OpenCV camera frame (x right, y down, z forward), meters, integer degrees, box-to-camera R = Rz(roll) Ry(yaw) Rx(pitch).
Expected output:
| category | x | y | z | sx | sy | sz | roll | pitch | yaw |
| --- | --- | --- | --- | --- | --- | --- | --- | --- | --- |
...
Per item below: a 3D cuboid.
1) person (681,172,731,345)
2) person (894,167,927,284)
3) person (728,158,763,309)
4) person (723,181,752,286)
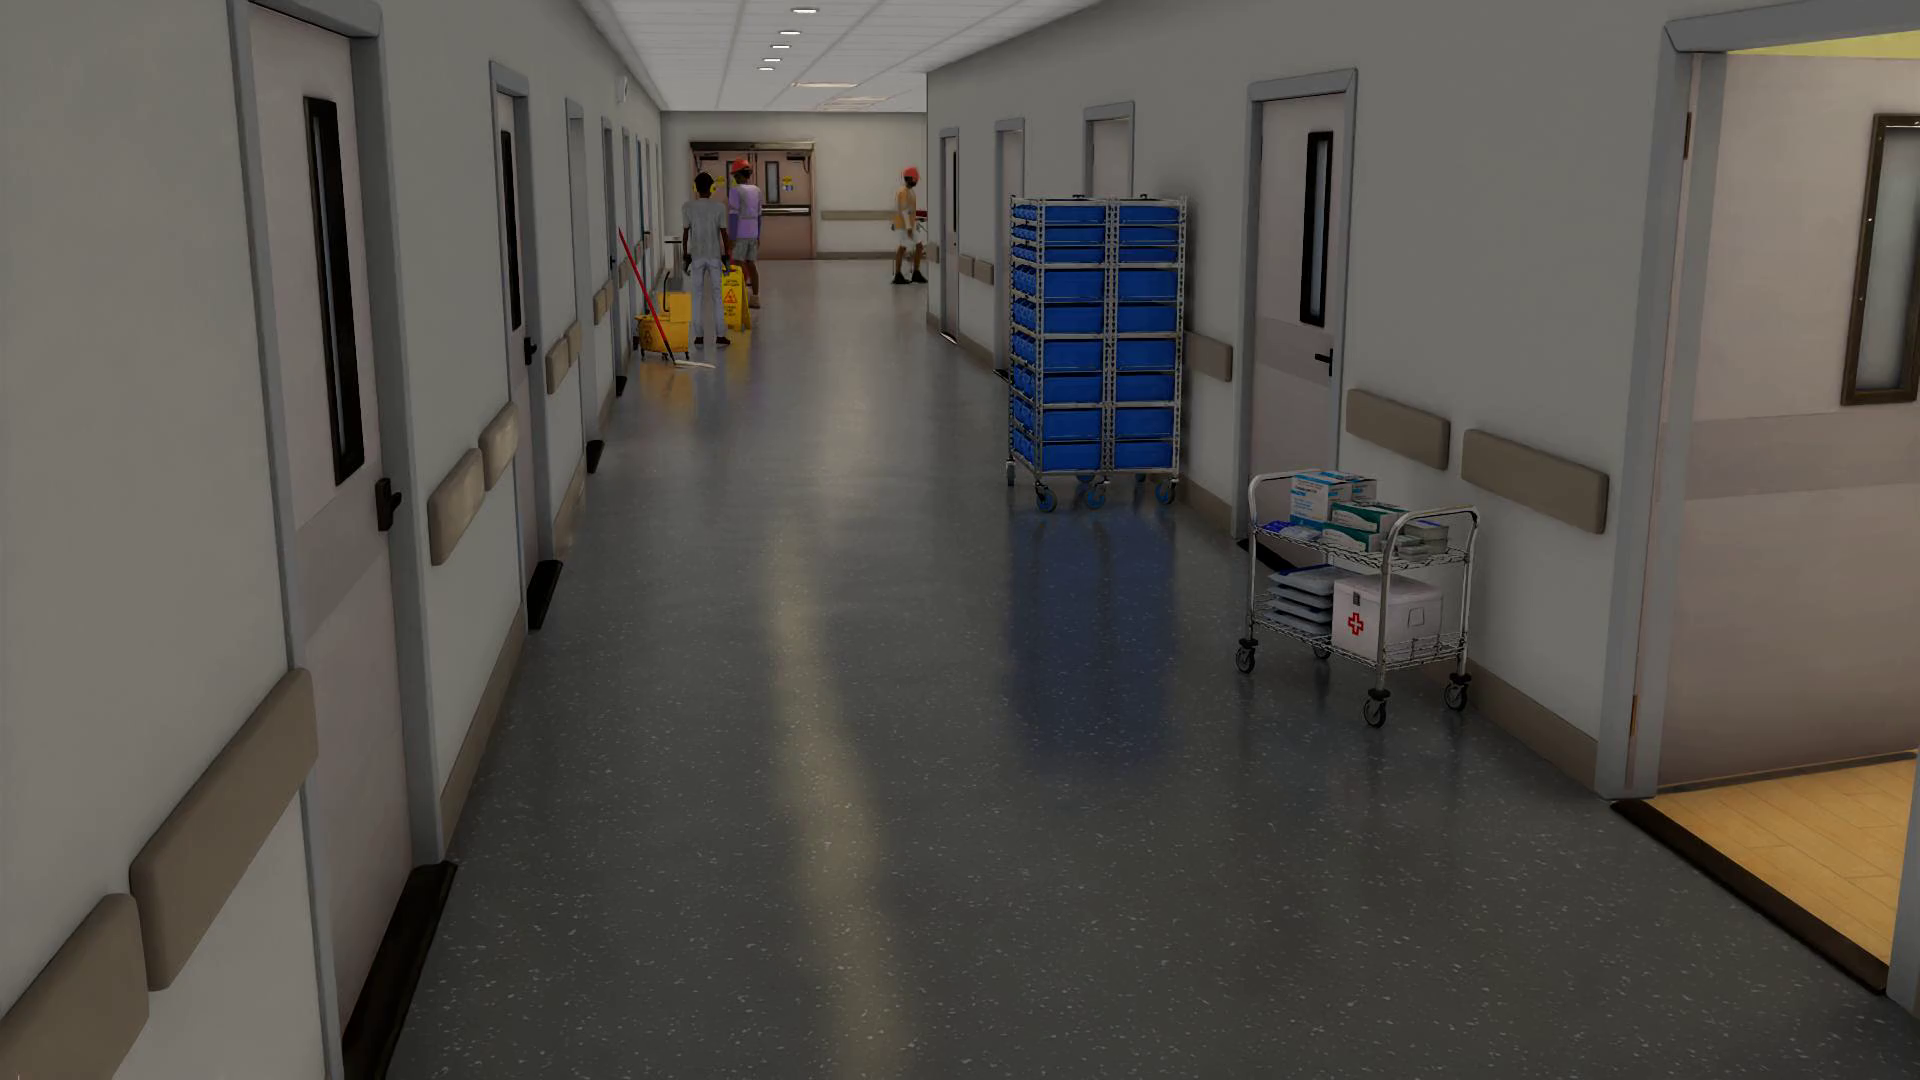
| category | x | y | z | sx | sy | sz | roll | pitch | yaw |
| --- | --- | --- | --- | --- | --- | --- | --- | --- | --- |
| person | -2.756 | -3.045 | 18.060 | 0.535 | 1.868 | 0.309 | 0 | 13 | -1 |
| person | -0.791 | -5.153 | 27.327 | 0.703 | 1.913 | 0.571 | 5 | 14 | 21 |
| person | -2.944 | -4.149 | 22.615 | 0.409 | 2.029 | 0.612 | 8 | 15 | 31 |
| person | -3.590 | -4.992 | 27.047 | 0.511 | 1.713 | 0.888 | -4 | 13 | -17 |
